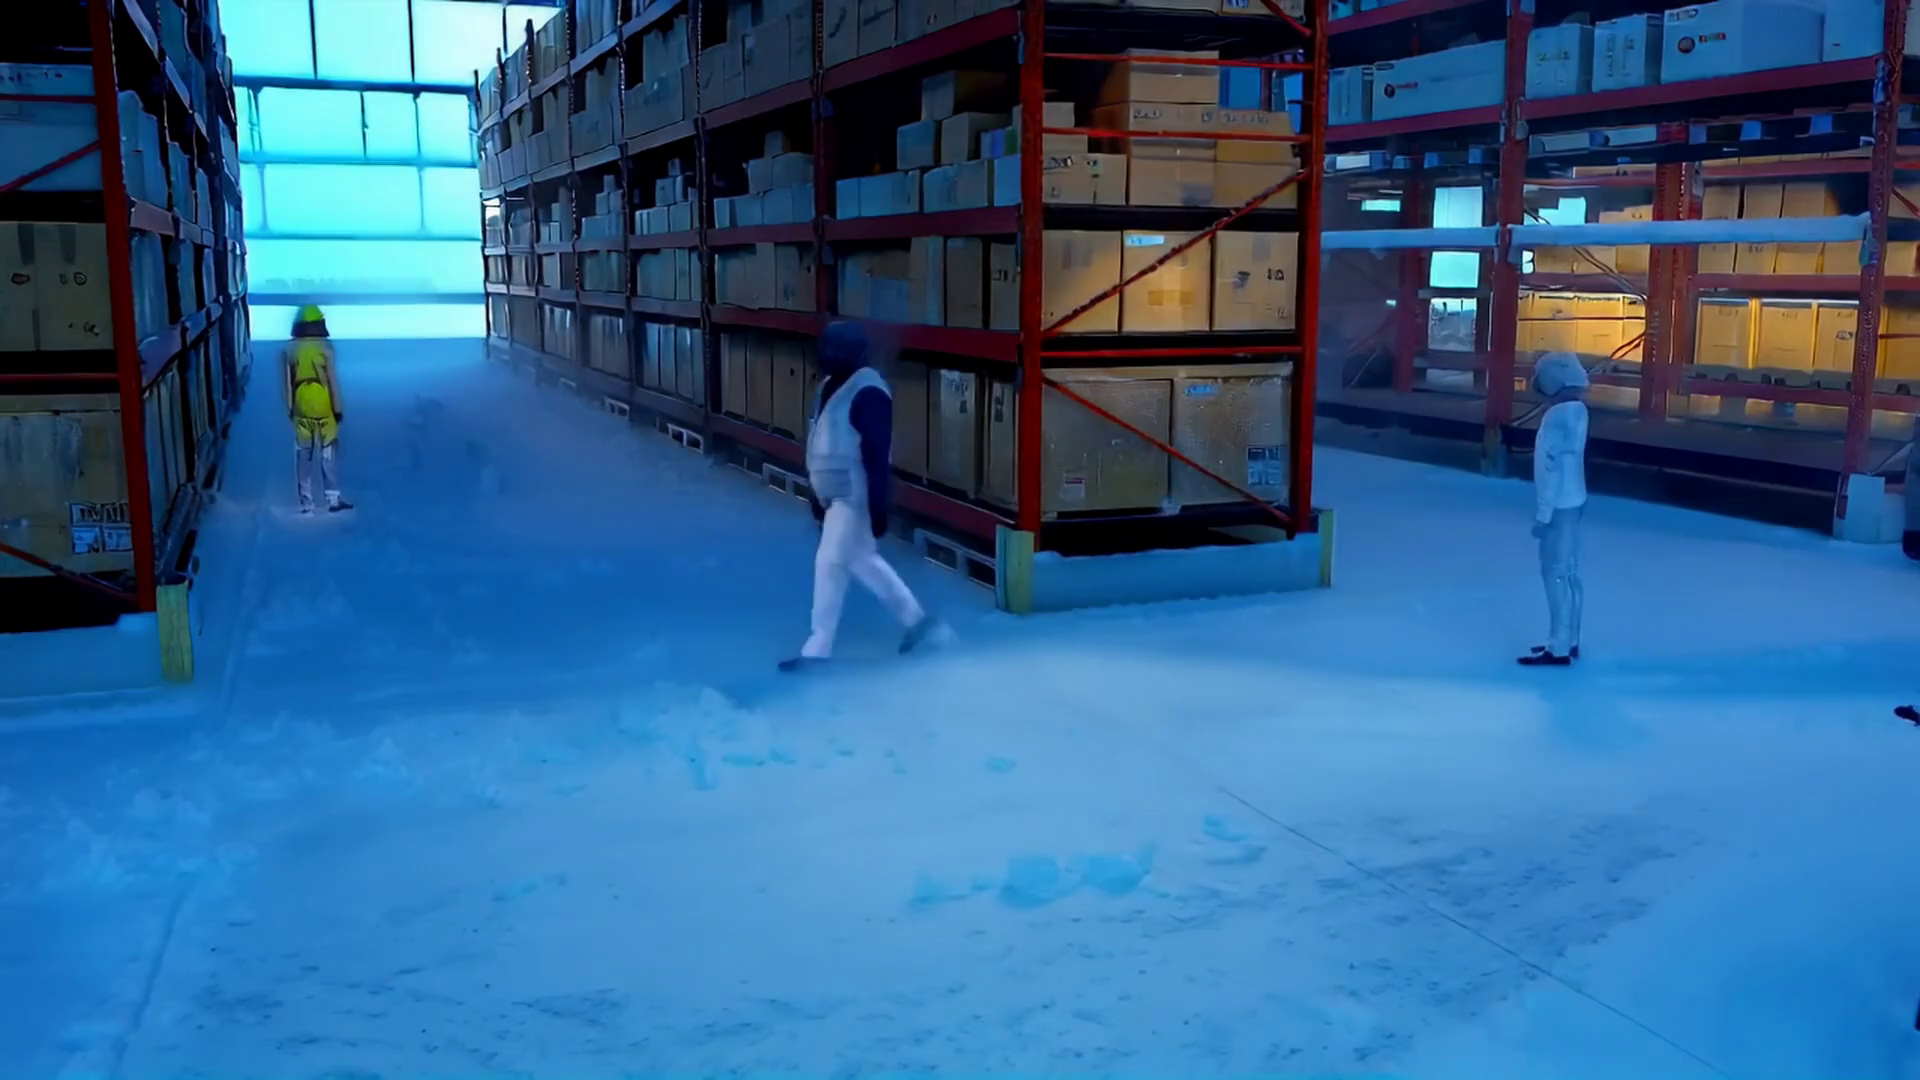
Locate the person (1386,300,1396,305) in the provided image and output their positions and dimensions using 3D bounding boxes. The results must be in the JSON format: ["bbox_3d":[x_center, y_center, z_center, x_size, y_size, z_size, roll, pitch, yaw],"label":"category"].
[{"bbox_3d":[8.391,-4.230,32.551,0.560,1.750,0.410,-5,11,-26],"label":"person"}]

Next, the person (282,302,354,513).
[{"bbox_3d":[-5.333,-1.089,13.786,0.484,1.745,0.296,1,10,9],"label":"person"}]

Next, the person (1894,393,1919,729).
[{"bbox_3d":[4.493,-0.089,7.349,0.646,1.898,0.396,1,10,6],"label":"person"}]

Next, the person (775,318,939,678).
[{"bbox_3d":[-0.509,-0.228,8.475,0.900,1.807,0.643,-4,10,-24],"label":"person"}]

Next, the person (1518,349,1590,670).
[{"bbox_3d":[3.055,-0.154,8.512,0.269,1.632,0.504,6,11,34],"label":"person"}]
